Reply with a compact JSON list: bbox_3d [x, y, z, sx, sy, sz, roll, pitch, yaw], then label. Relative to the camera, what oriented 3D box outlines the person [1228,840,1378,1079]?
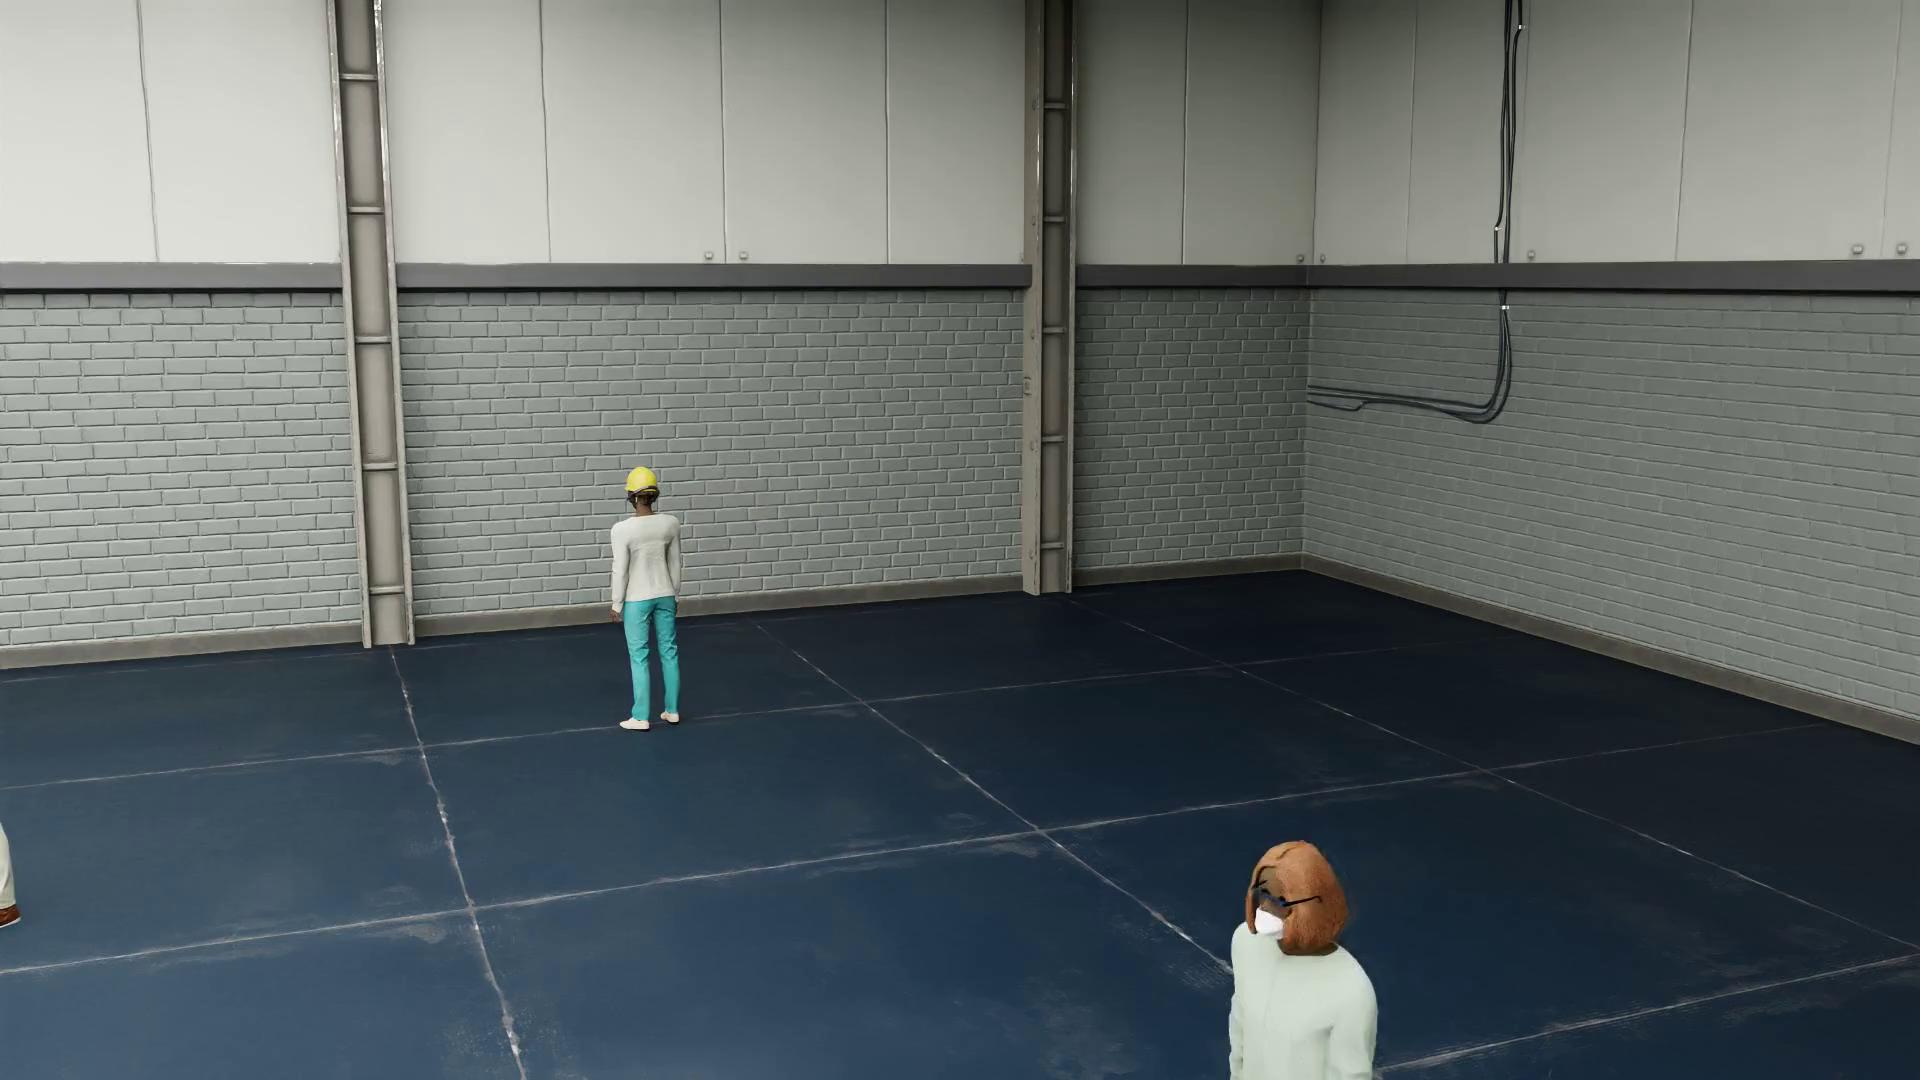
[{"bbox_3d":[0.809,1.557,4.268,0.581,1.612,0.540,-6,11,-34],"label":"person"}]

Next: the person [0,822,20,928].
[{"bbox_3d":[-4.628,0.895,7.669,0.507,1.863,0.312,7,11,37],"label":"person"}]

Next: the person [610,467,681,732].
[{"bbox_3d":[-2.094,0.395,11.098,0.523,1.769,0.314,-8,12,-41],"label":"person"}]
